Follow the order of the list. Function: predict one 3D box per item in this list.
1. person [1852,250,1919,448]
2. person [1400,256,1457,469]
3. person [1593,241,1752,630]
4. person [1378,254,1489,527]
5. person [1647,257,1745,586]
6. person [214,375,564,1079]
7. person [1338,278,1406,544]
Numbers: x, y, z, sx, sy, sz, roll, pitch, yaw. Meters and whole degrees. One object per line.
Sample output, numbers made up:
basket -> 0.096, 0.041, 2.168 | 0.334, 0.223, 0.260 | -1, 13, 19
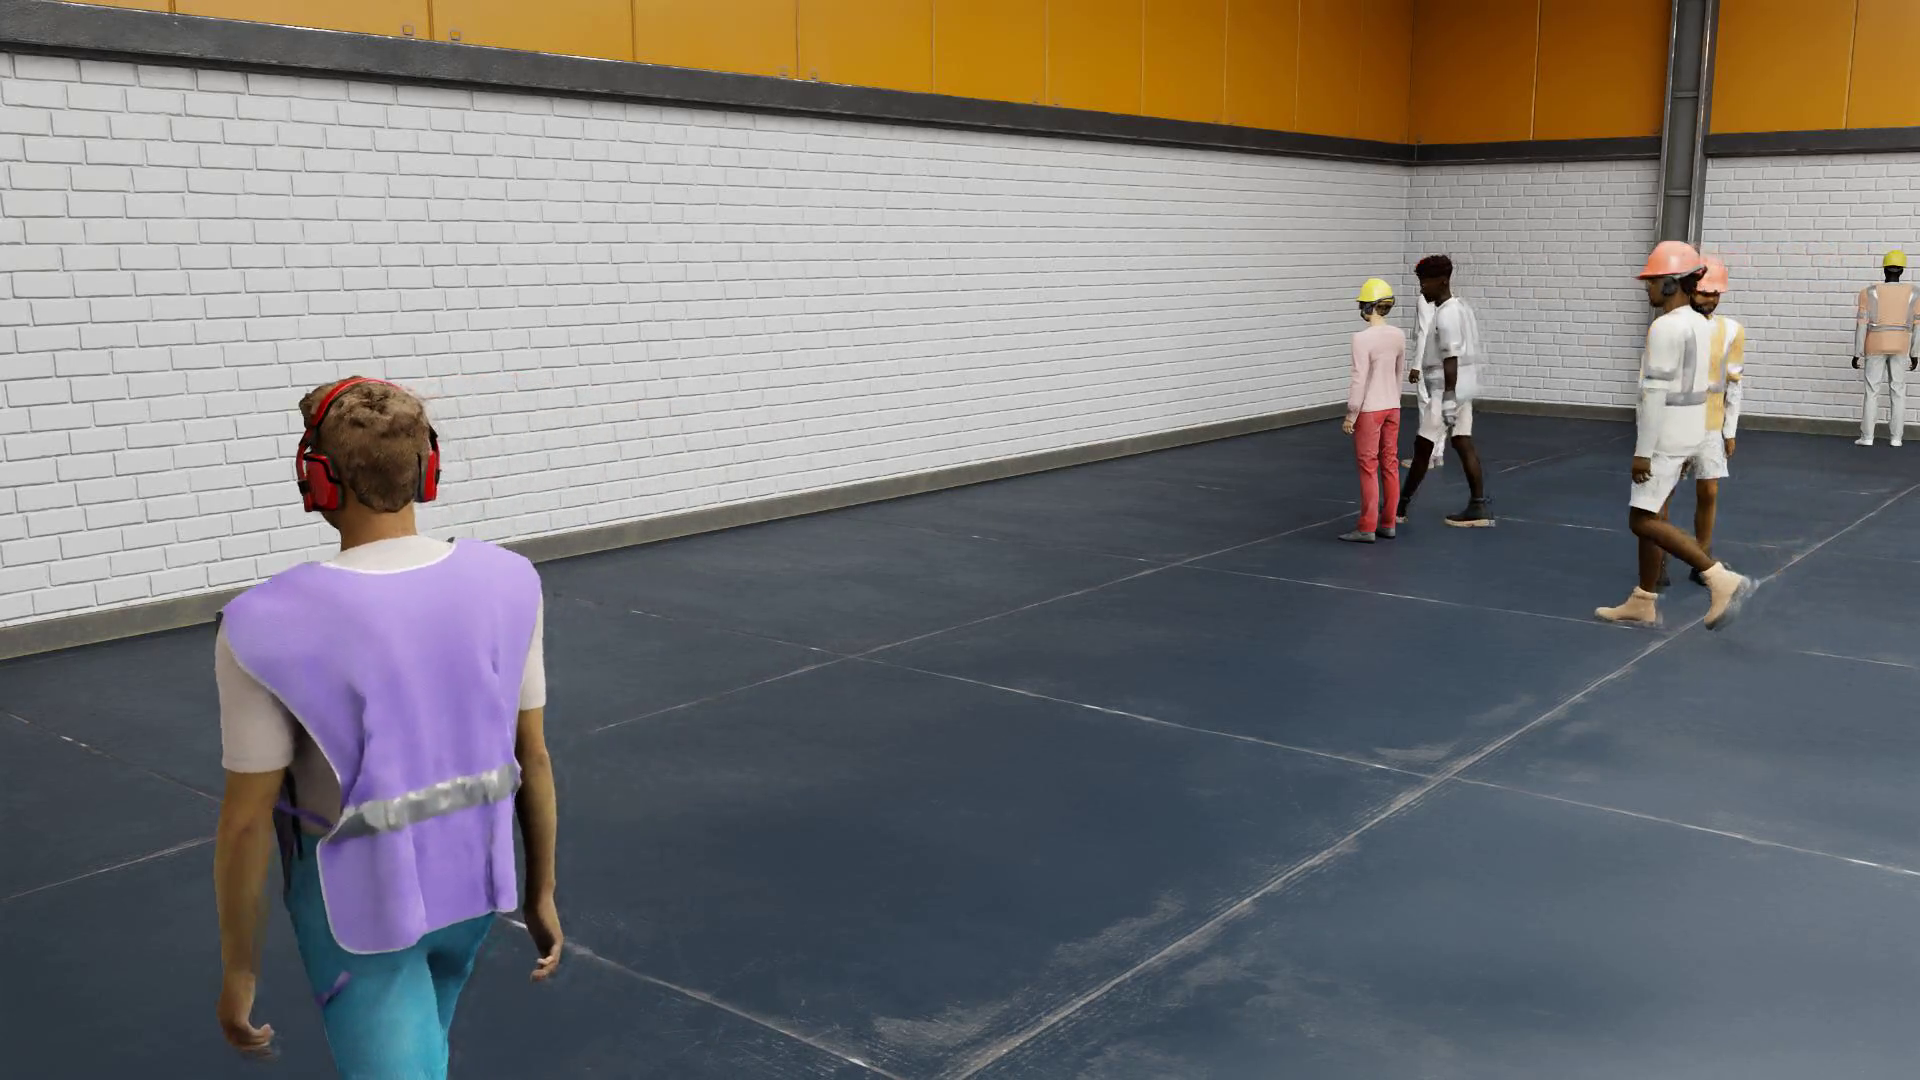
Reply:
person -> 9.058, -1.864, 16.271 | 0.592, 1.925, 0.385 | 3, 11, 16
person -> 4.176, -1.574, 14.793 | 0.356, 1.883, 0.573 | 8, 13, 39
person -> 3.676, -0.505, 8.485 | 0.691, 2.021, 0.619 | 7, 13, 36
person -> 3.350, -1.047, 11.766 | 0.936, 1.904, 0.661 | 4, 11, 23
person -> 4.263, -0.675, 9.708 | 0.548, 1.927, 0.392 | 2, 10, 9
person -> -0.920, 0.627, 2.806 | 0.935, 1.811, 0.578 | 9, 13, 40
person -> 2.765, -0.859, 11.150 | 0.523, 1.769, 0.317 | -8, 13, -38
